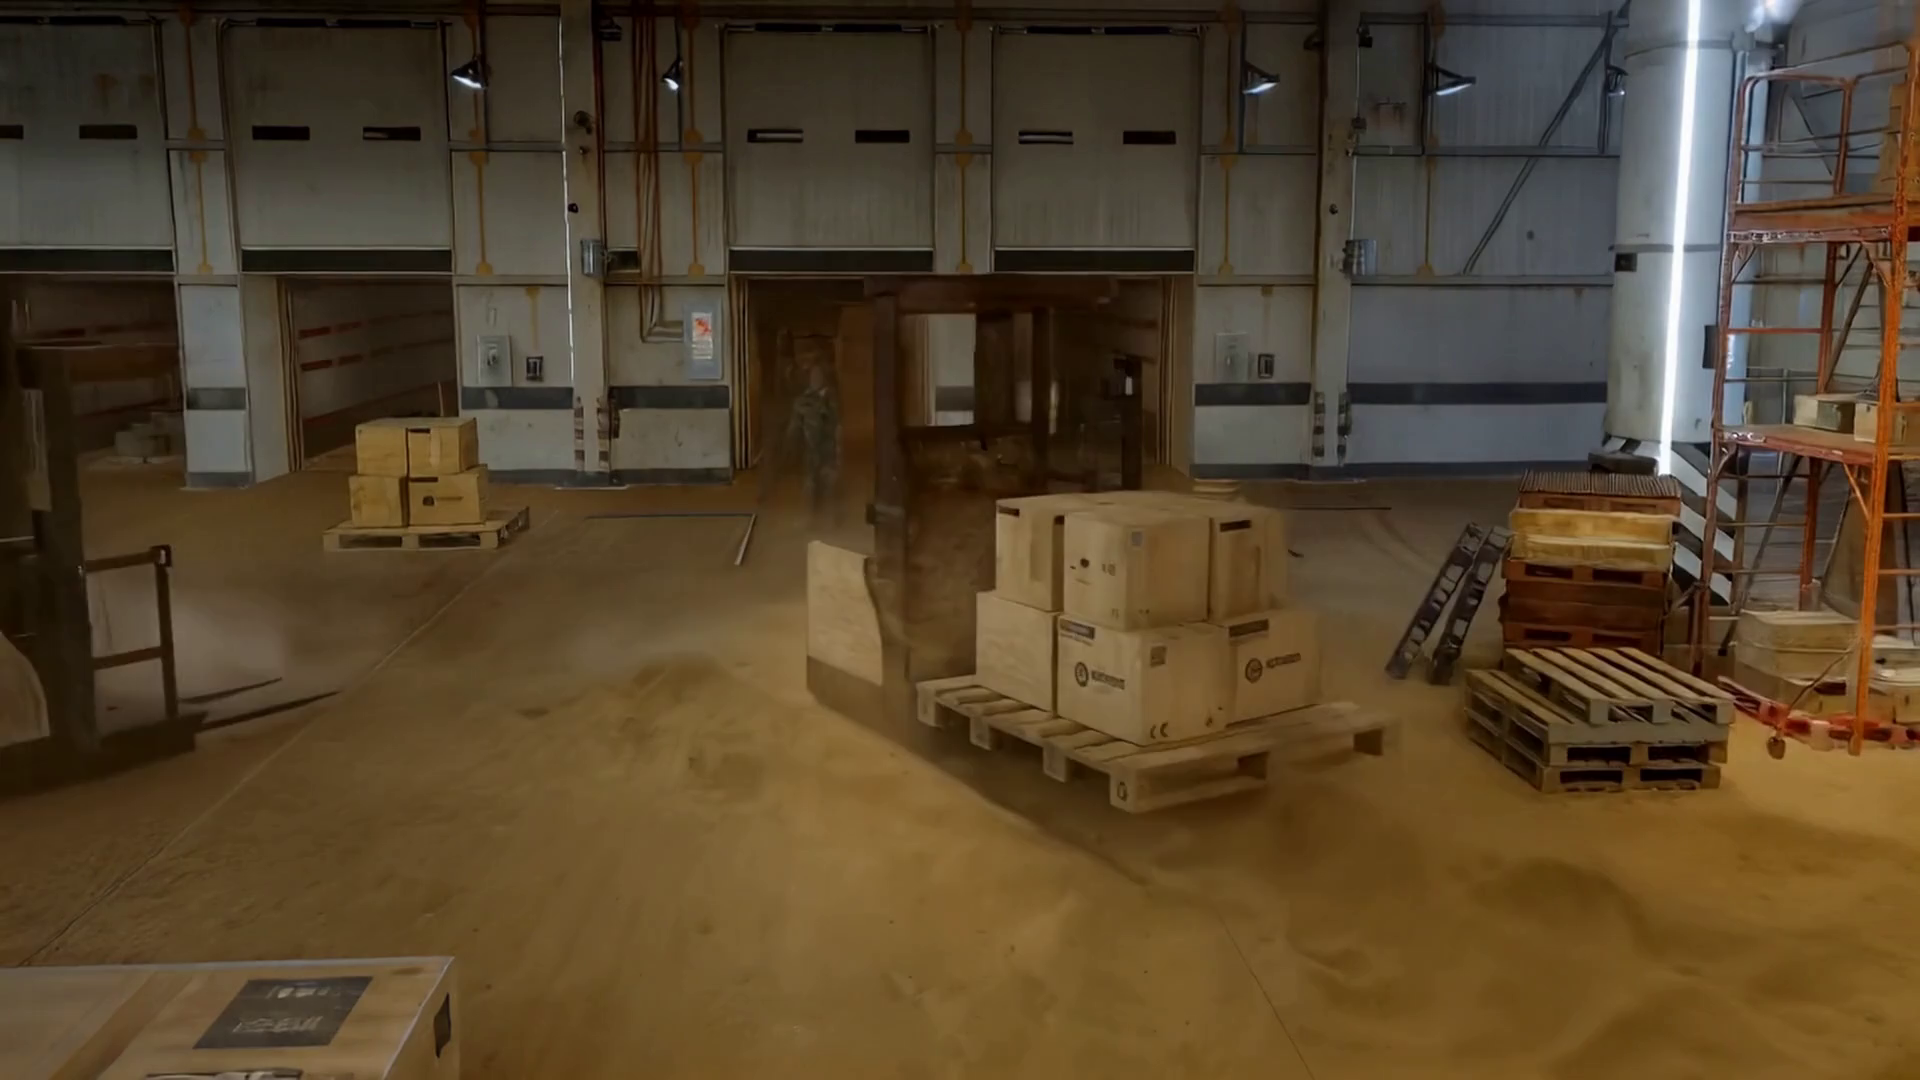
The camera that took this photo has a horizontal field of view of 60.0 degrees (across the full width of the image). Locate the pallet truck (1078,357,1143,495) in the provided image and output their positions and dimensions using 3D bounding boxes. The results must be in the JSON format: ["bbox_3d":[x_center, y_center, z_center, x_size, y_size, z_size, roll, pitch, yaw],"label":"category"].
[{"bbox_3d":[2.088,-0.836,16.757,1.885,1.965,0.823,2,9,13],"label":"pallet truck"}]

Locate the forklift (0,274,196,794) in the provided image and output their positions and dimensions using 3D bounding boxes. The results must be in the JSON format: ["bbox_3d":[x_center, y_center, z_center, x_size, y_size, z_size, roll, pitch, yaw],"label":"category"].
[{"bbox_3d":[-5.454,-0.050,9.058,1.129,2.768,1.873,6,11,33],"label":"forklift"}]

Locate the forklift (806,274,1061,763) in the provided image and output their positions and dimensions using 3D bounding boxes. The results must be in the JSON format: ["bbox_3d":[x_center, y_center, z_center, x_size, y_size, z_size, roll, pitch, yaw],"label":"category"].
[{"bbox_3d":[-0.113,-0.256,10.355,1.129,2.768,1.873,-6,11,-32],"label":"forklift"}]
